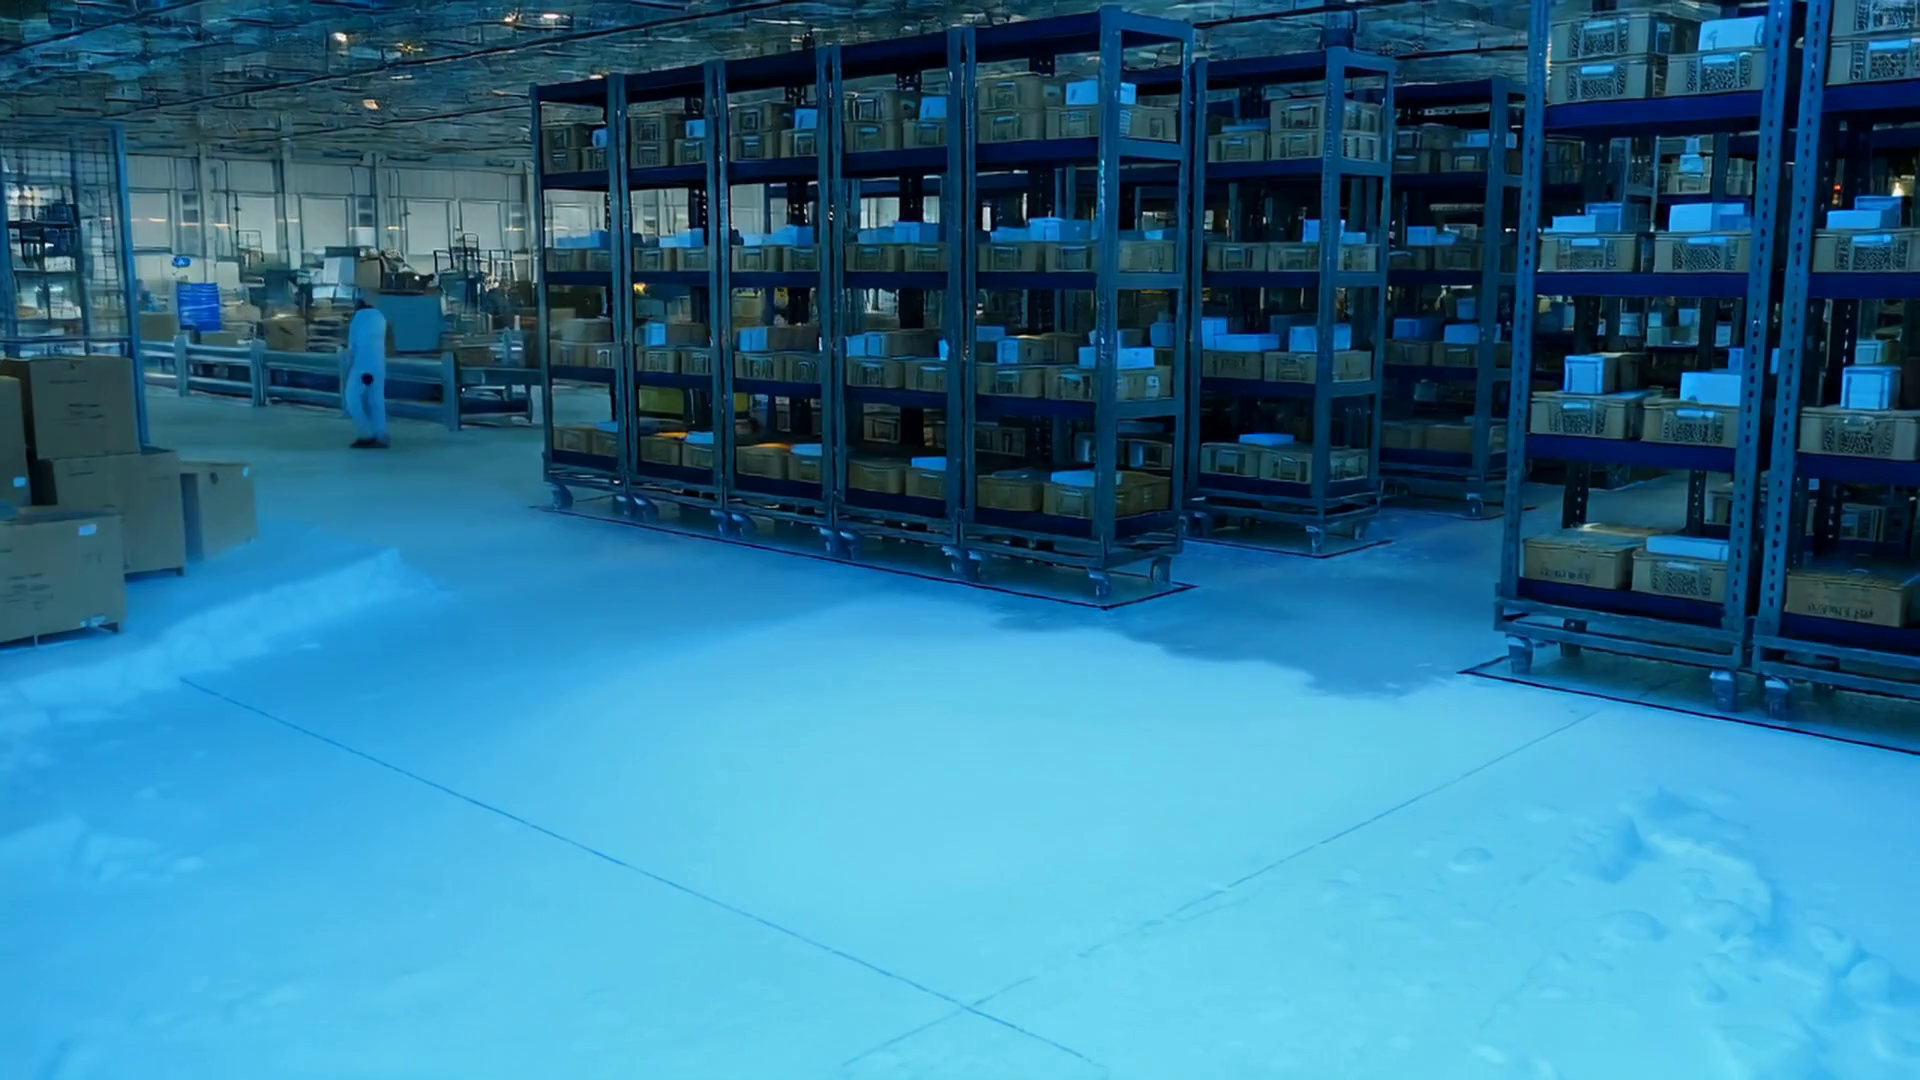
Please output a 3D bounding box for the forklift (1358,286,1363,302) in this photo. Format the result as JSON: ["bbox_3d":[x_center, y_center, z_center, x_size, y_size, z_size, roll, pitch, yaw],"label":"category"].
[{"bbox_3d":[11.100,-7.017,46.970,1.873,2.768,1.129,9,13,43],"label":"forklift"}]

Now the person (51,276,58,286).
[{"bbox_3d":[-38.426,-10.409,70.699,0.622,1.932,0.380,-2,9,-10],"label":"person"}]

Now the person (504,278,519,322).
[{"bbox_3d":[-16.976,-9.065,63.025,0.527,1.740,0.811,-2,10,-14],"label":"person"}]

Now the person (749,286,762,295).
[{"bbox_3d":[-9.295,-11.248,75.844,0.634,1.908,0.995,-2,10,-14],"label":"person"}]

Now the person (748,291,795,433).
[{"bbox_3d":[-2.234,-2.176,20.575,0.740,1.808,0.596,-2,9,-11],"label":"person"}]

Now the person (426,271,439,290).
[{"bbox_3d":[-18.746,-8.586,59.291,0.609,1.997,0.377,5,11,29],"label":"person"}]

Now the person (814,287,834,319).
[{"bbox_3d":[-3.302,-5.413,40.559,0.553,1.751,0.367,3,10,16],"label":"person"}]

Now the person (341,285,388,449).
[{"bbox_3d":[-6.866,-1.981,19.137,0.520,1.890,0.648,1,9,5],"label":"person"}]

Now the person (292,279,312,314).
[{"bbox_3d":[-24.572,-9.070,62.122,0.684,2.000,0.538,-4,10,-25],"label":"person"}]
